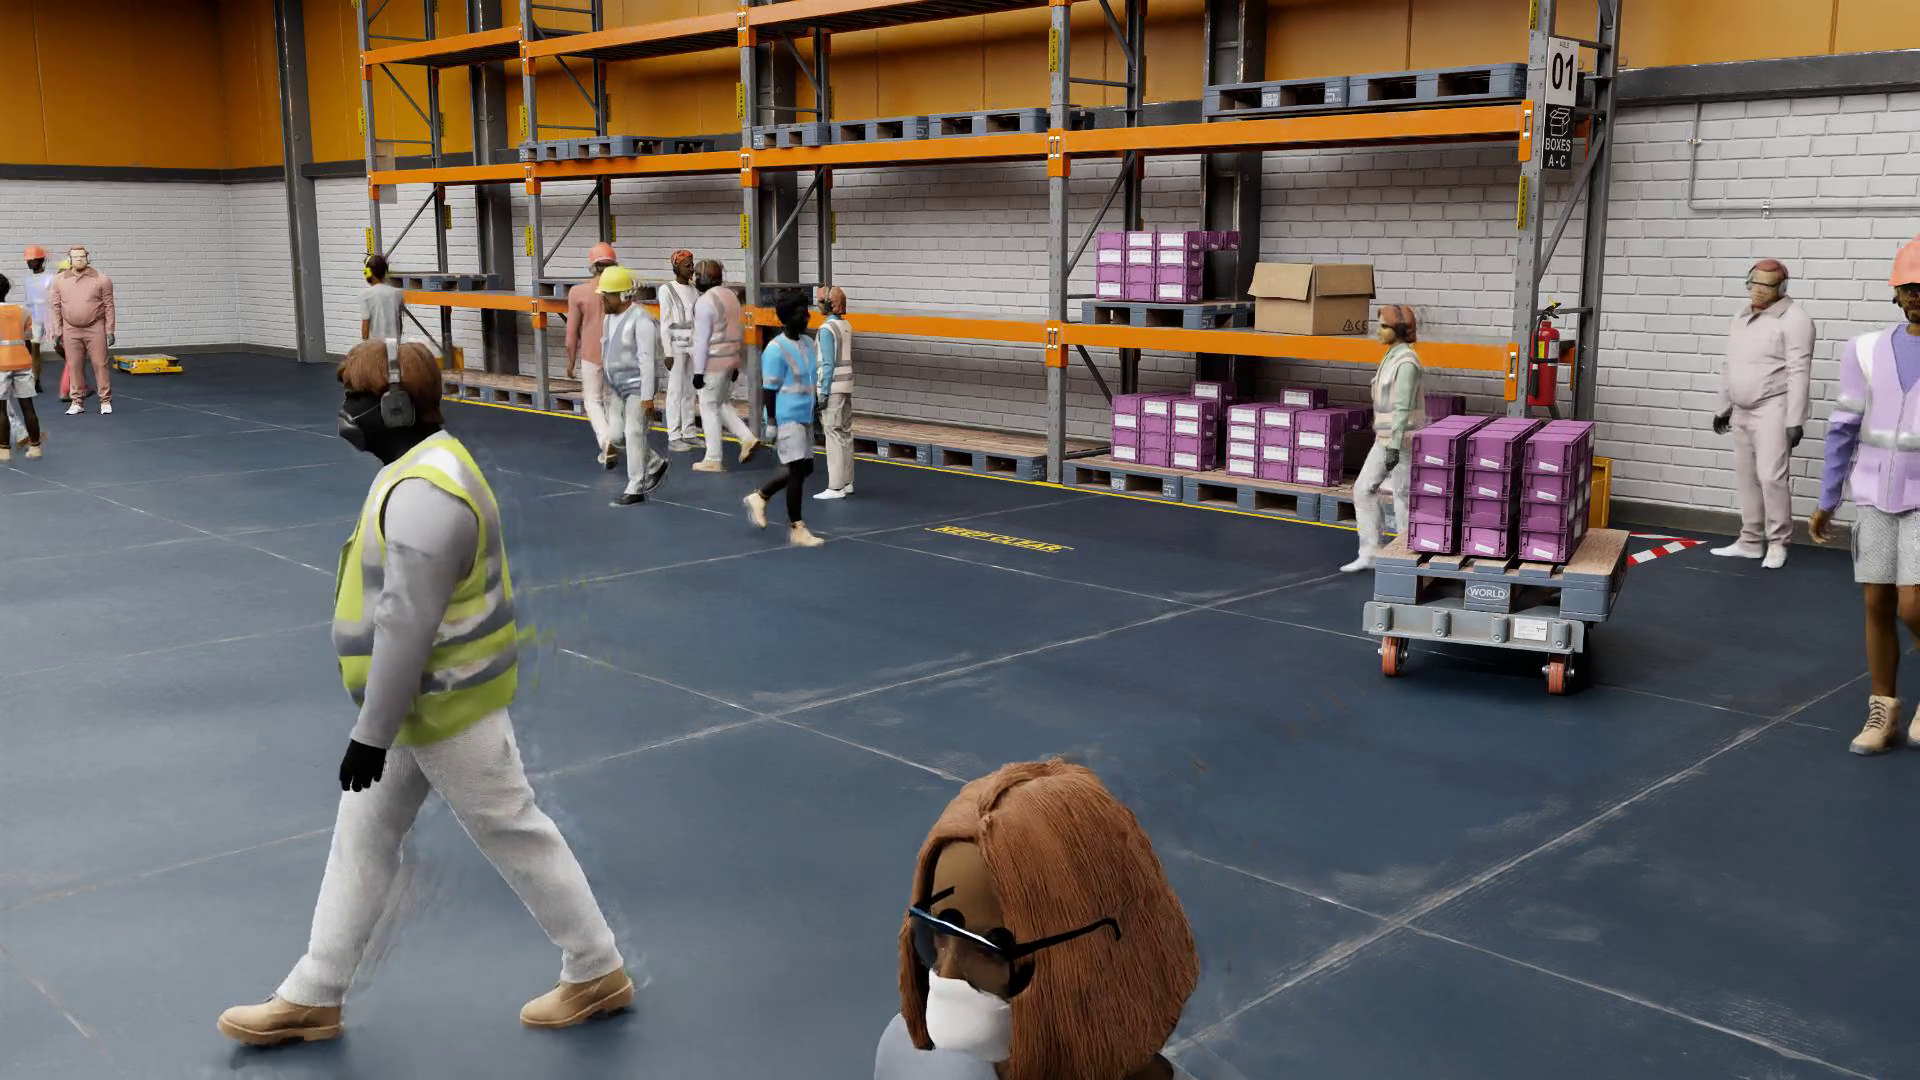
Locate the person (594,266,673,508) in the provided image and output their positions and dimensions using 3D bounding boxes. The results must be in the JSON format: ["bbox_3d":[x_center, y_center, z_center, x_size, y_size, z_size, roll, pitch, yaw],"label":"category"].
[{"bbox_3d":[-2.434,-1.141,12.418,0.588,1.804,0.601,-9,14,-41],"label":"person"}]

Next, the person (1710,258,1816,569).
[{"bbox_3d":[4.903,-0.777,10.221,0.410,1.891,0.729,-2,11,-10],"label":"person"}]

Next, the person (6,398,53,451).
[{"bbox_3d":[-8.990,-1.704,15.276,1.028,1.876,0.652,-6,12,-28],"label":"person"}]

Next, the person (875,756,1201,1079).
[{"bbox_3d":[0.095,0.965,1.516,0.512,1.589,0.841,10,14,44],"label":"person"}]

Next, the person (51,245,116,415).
[{"bbox_3d":[-9.918,-2.372,18.827,0.651,1.913,0.410,-3,11,-14],"label":"person"}]

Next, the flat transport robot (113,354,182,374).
[{"bbox_3d":[-12.067,-2.622,24.669,0.652,0.197,1.431,-8,13,-37],"label":"flat transport robot"}]

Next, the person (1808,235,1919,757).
[{"bbox_3d":[3.638,-0.152,6.413,0.422,2.027,0.617,-7,13,-35],"label":"person"}]

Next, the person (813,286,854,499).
[{"bbox_3d":[-0.968,-1.130,12.801,0.306,1.639,0.524,3,11,14],"label":"person"}]

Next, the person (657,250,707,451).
[{"bbox_3d":[-2.601,-1.784,15.703,0.351,1.882,0.582,5,12,26],"label":"person"}]

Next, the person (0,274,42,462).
[{"bbox_3d":[-8.557,-1.538,14.901,0.403,1.688,0.559,5,11,25],"label":"person"}]

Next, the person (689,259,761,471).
[{"bbox_3d":[-2.062,-1.485,14.237,0.508,1.824,0.656,3,11,16],"label":"person"}]

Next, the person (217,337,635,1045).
[{"bbox_3d":[-1.309,0.394,4.124,1.011,1.789,0.620,-5,11,-23],"label":"person"}]

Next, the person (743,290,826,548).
[{"bbox_3d":[-1.164,-0.797,10.874,0.604,1.674,0.539,4,11,22],"label":"person"}]

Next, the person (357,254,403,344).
[{"bbox_3d":[-5.556,-1.785,15.857,0.819,1.838,0.522,9,14,41],"label":"person"}]

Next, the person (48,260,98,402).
[{"bbox_3d":[-10.892,-2.568,20.433,0.530,1.716,0.894,1,10,8],"label":"person"}]

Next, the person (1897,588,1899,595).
[{"bbox_3d":[5.350,-0.530,8.864,0.685,1.883,0.900,-4,11,-22],"label":"person"}]

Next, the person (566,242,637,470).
[{"bbox_3d":[-3.074,-1.587,14.410,0.614,1.972,0.876,-5,12,-26],"label":"person"}]

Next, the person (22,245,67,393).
[{"bbox_3d":[-11.837,-2.868,21.557,0.542,1.909,0.926,1,10,5],"label":"person"}]

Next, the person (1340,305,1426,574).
[{"bbox_3d":[2.475,-0.559,9.720,0.596,1.612,0.553,0,10,1],"label":"person"}]
